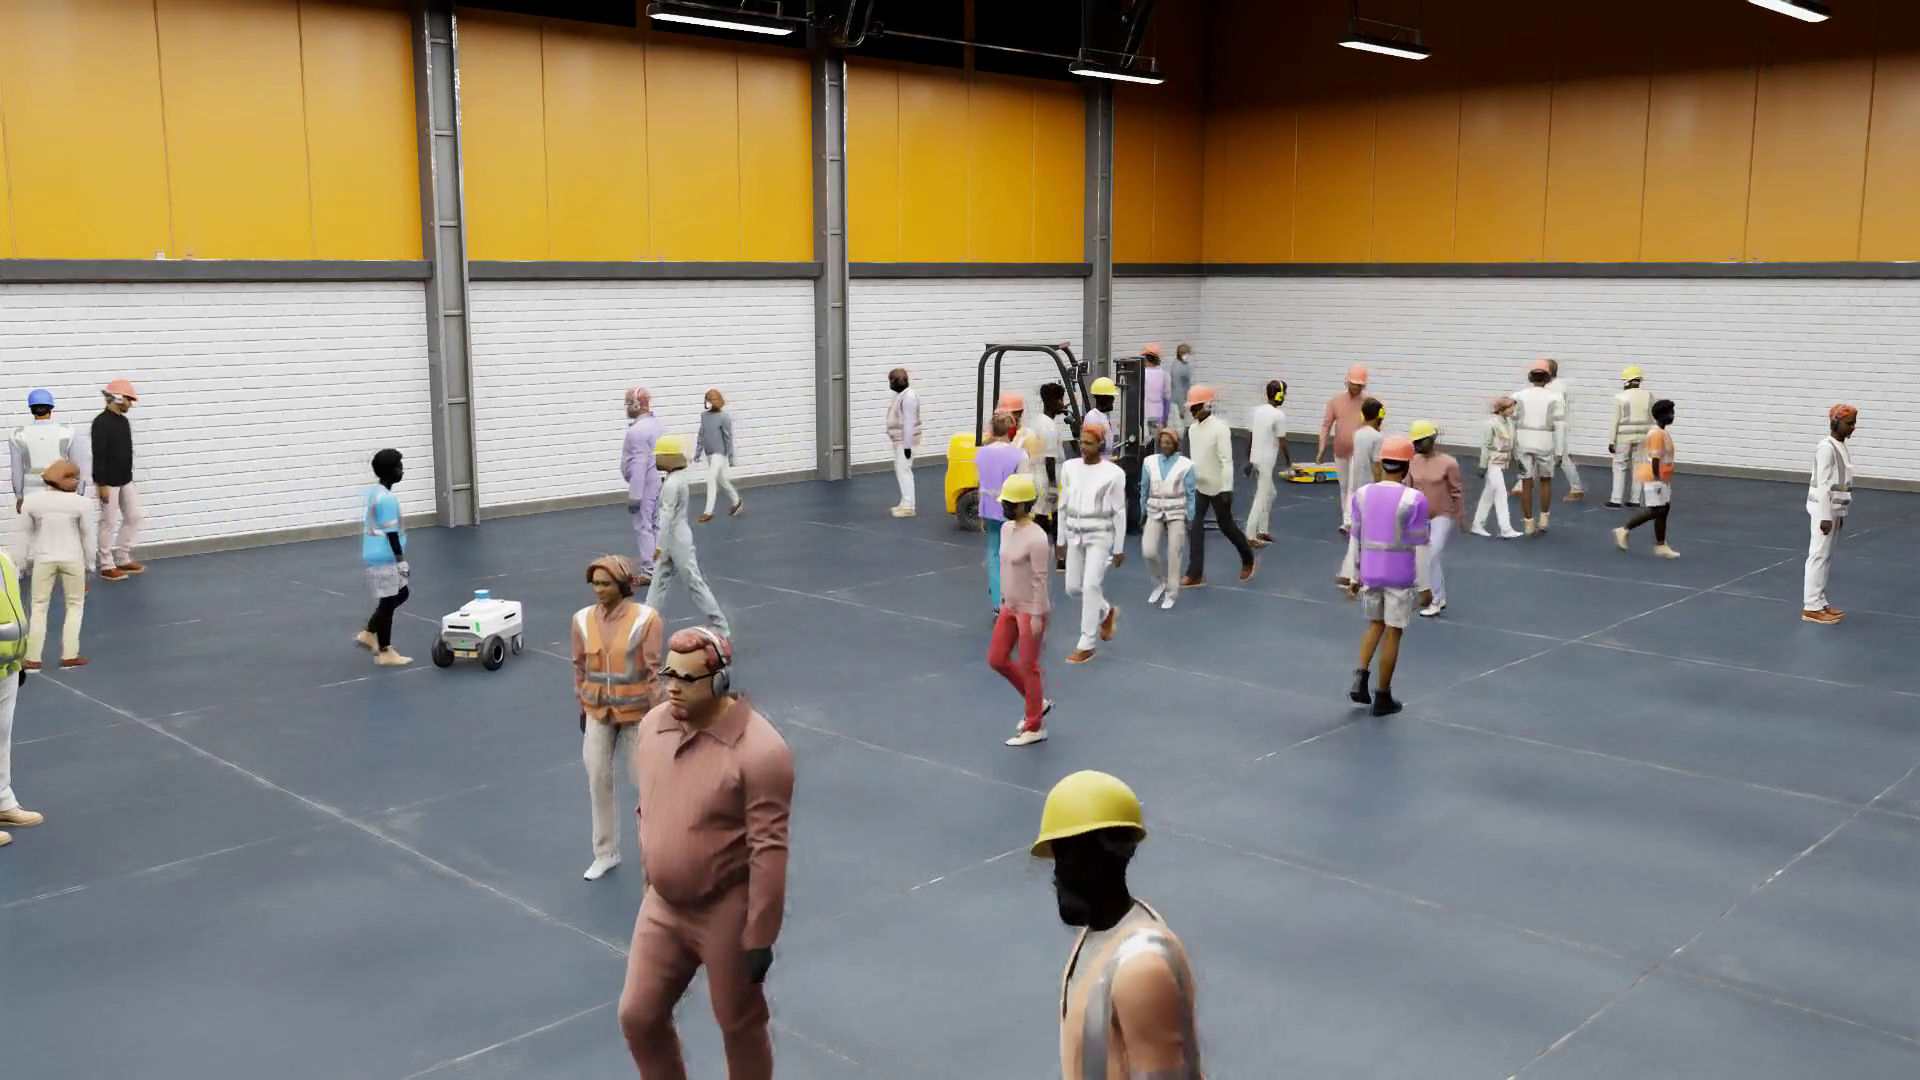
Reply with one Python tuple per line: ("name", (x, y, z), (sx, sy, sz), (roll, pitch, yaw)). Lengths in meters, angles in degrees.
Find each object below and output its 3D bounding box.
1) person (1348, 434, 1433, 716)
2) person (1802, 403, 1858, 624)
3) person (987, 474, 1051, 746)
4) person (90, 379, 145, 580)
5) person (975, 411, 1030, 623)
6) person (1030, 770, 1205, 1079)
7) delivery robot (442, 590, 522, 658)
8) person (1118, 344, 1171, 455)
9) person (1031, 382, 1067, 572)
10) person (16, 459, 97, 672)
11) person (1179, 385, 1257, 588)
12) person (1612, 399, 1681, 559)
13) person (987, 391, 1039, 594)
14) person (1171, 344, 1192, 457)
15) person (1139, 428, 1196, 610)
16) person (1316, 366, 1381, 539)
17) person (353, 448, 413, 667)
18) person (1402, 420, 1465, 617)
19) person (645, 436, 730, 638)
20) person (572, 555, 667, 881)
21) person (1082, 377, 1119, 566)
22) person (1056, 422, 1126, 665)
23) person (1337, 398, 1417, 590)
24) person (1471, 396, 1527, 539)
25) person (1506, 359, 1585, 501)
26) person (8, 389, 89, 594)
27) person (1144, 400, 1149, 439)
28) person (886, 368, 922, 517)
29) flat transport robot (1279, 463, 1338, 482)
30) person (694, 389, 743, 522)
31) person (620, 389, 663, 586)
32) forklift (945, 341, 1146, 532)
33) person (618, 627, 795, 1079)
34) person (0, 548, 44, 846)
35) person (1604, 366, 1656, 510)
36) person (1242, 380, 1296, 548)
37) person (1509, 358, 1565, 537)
("person", (2.926, 0.242, 11.291), (0.399, 1.920, 0.559), (-9, 13, -43))
("person", (7.495, -0.232, 14.325), (0.356, 1.885, 0.573), (7, 12, 37))
("person", (0.381, 0.447, 10.567), (0.368, 1.752, 0.552), (-5, 10, -27))
("person", (-8.246, -0.586, 16.263), (0.433, 1.965, 0.656), (0, 9, 1))
("person", (0.374, -0.178, 14.131), (0.605, 1.831, 0.435), (8, 12, 40))
("person", (0.381, 1.496, 3.788), (0.377, 1.880, 0.722), (-1, 9, -6))
("delivery robot", (-3.678, 0.630, 12.819), (0.477, 0.478, 0.707), (2, 10, 13))
("person", (2.565, -1.666, 22.789), (0.696, 2.002, 0.436), (-4, 10, -21))
("person", (0.785, -0.596, 16.481), (0.910, 1.919, 0.607), (-1, 9, -5))
("person", (-6.909, 0.191, 12.605), (0.687, 1.595, 0.337), (-3, 10, -17))
("person", (2.484, -0.525, 15.948), (0.968, 1.951, 0.659), (-5, 10, -28))
("person", (7.265, -0.646, 17.450), (0.584, 1.684, 0.538), (6, 11, 34))
("person", (0.467, -0.401, 15.274), (0.500, 1.921, 0.543), (-8, 12, -40))
("person", (3.376, -2.072, 25.613), (0.378, 1.894, 0.709), (2, 10, 14))
("person", (1.844, -0.192, 14.835), (0.536, 1.626, 0.371), (4, 10, 25))
("person", (4.375, -0.987, 18.776), (0.640, 1.927, 1.055), (5, 10, 28))
("person", (-4.362, 0.143, 12.659), (0.386, 1.683, 0.541), (-3, 10, -20))
("person", (4.112, -0.186, 14.525), (0.703, 1.724, 0.540), (-8, 12, -42))
("person", (-2.294, 0.007, 13.433), (0.901, 1.698, 0.503), (-1, 9, -8))
("person", (-1.696, 0.860, 8.433), (0.520, 1.618, 0.626), (2, 10, 13))
("person", (1.437, -0.711, 17.128), (0.382, 1.928, 0.587), (2, 9, 12))
("person", (1.044, 0.003, 12.942), (0.585, 1.866, 0.713), (8, 12, 39))
("person", (3.937, -0.423, 15.714), (0.718, 1.821, 0.563), (-3, 10, -17))
("person", (6.118, -0.805, 18.689), (0.783, 1.601, 0.517), (9, 13, 43))
("person", (7.724, -1.429, 21.719), (1.017, 1.882, 0.619), (0, 9, 1))
("person", (-8.379, -0.422, 15.319), (0.604, 1.940, 0.401), (-4, 10, -24))
("person", (2.301, -1.344, 22.045), (0.853, 1.583, 0.520), (6, 11, 32))
("person", (-0.682, -1.196, 20.429), (0.432, 1.822, 0.651), (-2, 9, -11))
("flat transport robot", (5.363, -0.980, 23.844), (1.431, 0.197, 0.652), (-1, 9, -7))
("person", (-2.927, -1.047, 20.189), (0.498, 1.597, 0.812), (8, 13, 42))
("person", (-3.060, -0.501, 15.983), (0.400, 1.902, 0.688), (1, 9, 4))
("forklift", (0.977, -1.223, 19.452), (2.313, 2.155, 1.214), (2, 9, 11))
("person", (-0.883, 1.219, 5.408), (0.680, 1.887, 0.617), (6, 11, 33))
("person", (-5.184, 0.683, 8.844), (0.430, 1.845, 0.624), (0, 9, 2))
("person", (8.438, -1.281, 20.967), (0.601, 1.823, 0.403), (-2, 9, -11))
("person", (3.364, -0.816, 18.051), (0.685, 1.832, 0.530), (-4, 10, -21))
("person", (6.549, -1.047, 18.926), (0.626, 2.011, 0.618), (4, 10, 25))
